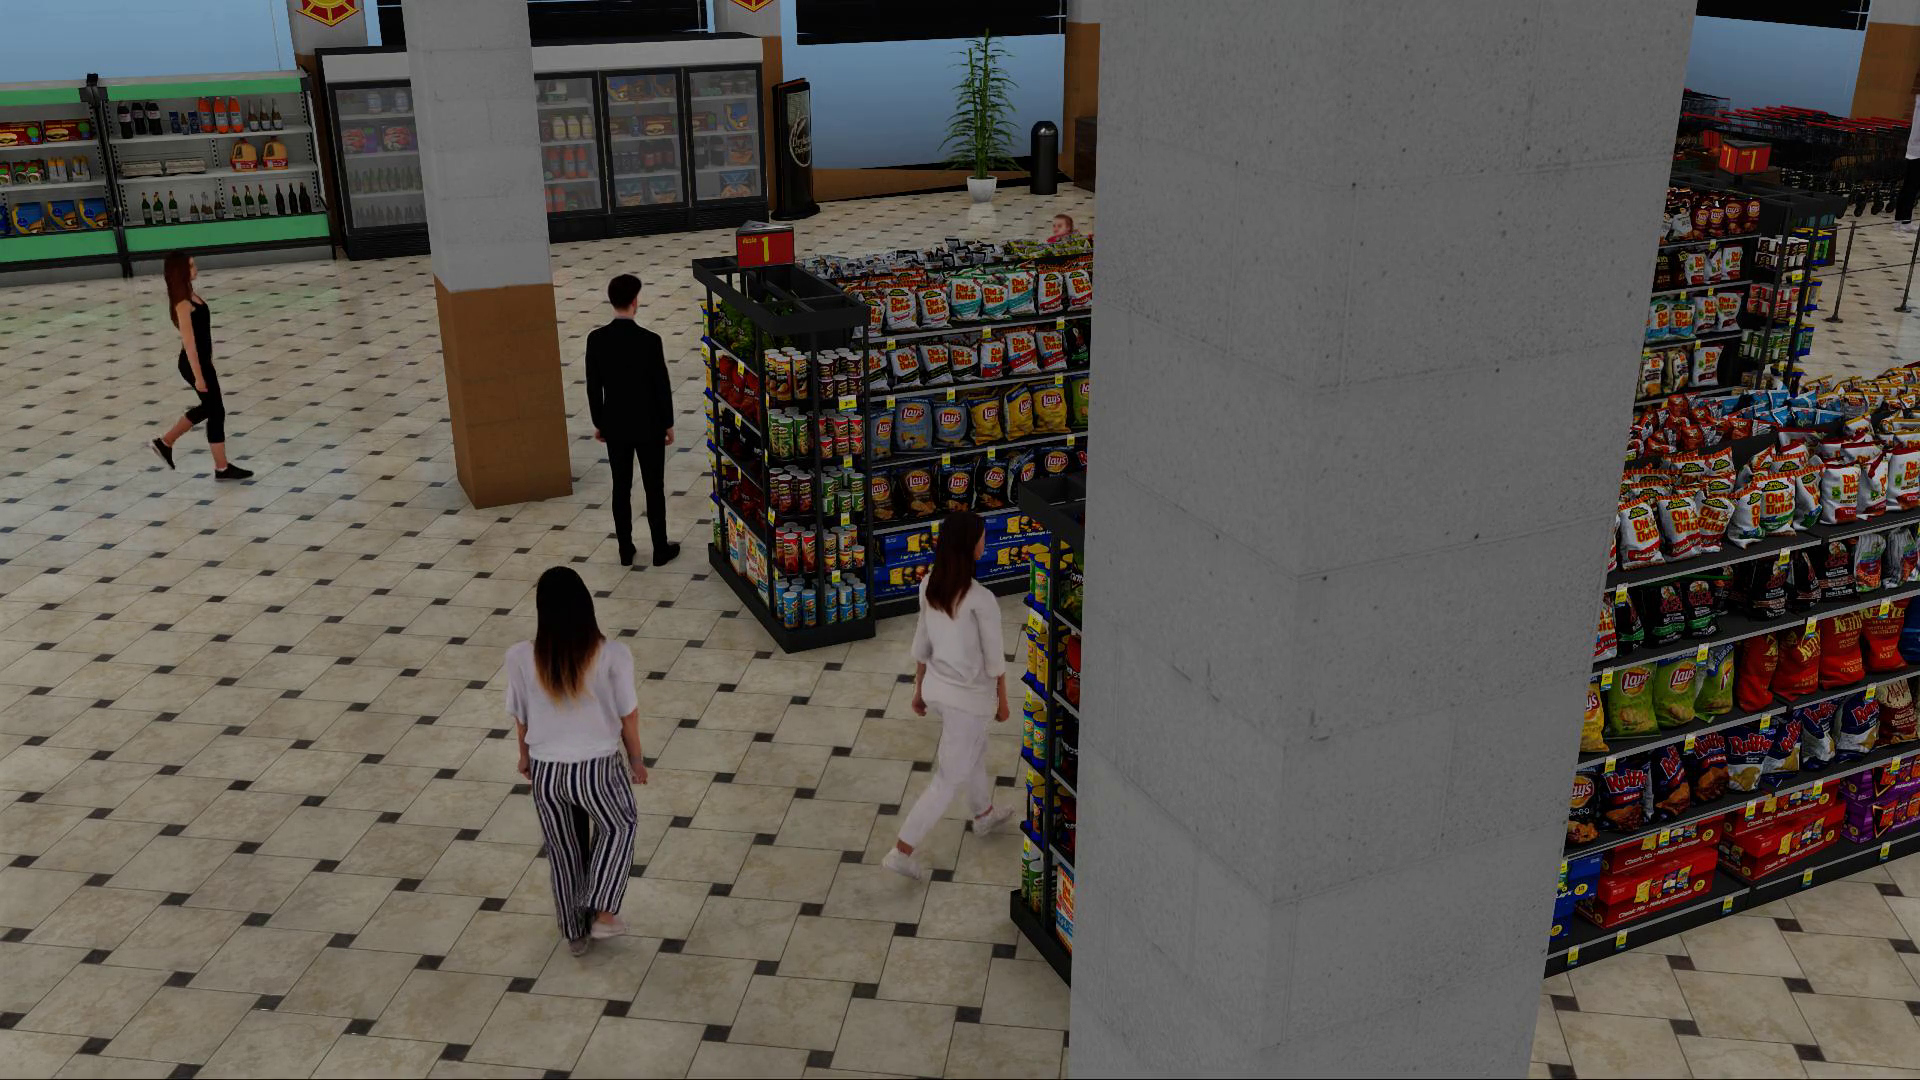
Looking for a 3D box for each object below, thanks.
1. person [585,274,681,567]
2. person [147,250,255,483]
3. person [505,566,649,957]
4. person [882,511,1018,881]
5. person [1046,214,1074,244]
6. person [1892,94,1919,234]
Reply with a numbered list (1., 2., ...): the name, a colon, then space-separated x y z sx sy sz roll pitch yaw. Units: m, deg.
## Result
1. person: -2.073 -0.741 10.542 0.735 1.884 0.849 2 22 6
2. person: -5.574 -1.228 11.985 0.914 1.710 0.612 -8 23 -19
3. person: -1.541 0.941 6.659 0.789 1.656 0.894 2 22 4
4. person: -0.053 0.717 7.222 1.154 1.653 0.793 -18 28 -37
5. person: 0.961 -2.392 15.479 0.807 1.265 0.950 12 25 28
6. person: 11.877 -4.798 20.576 0.803 1.930 0.783 3 22 8
